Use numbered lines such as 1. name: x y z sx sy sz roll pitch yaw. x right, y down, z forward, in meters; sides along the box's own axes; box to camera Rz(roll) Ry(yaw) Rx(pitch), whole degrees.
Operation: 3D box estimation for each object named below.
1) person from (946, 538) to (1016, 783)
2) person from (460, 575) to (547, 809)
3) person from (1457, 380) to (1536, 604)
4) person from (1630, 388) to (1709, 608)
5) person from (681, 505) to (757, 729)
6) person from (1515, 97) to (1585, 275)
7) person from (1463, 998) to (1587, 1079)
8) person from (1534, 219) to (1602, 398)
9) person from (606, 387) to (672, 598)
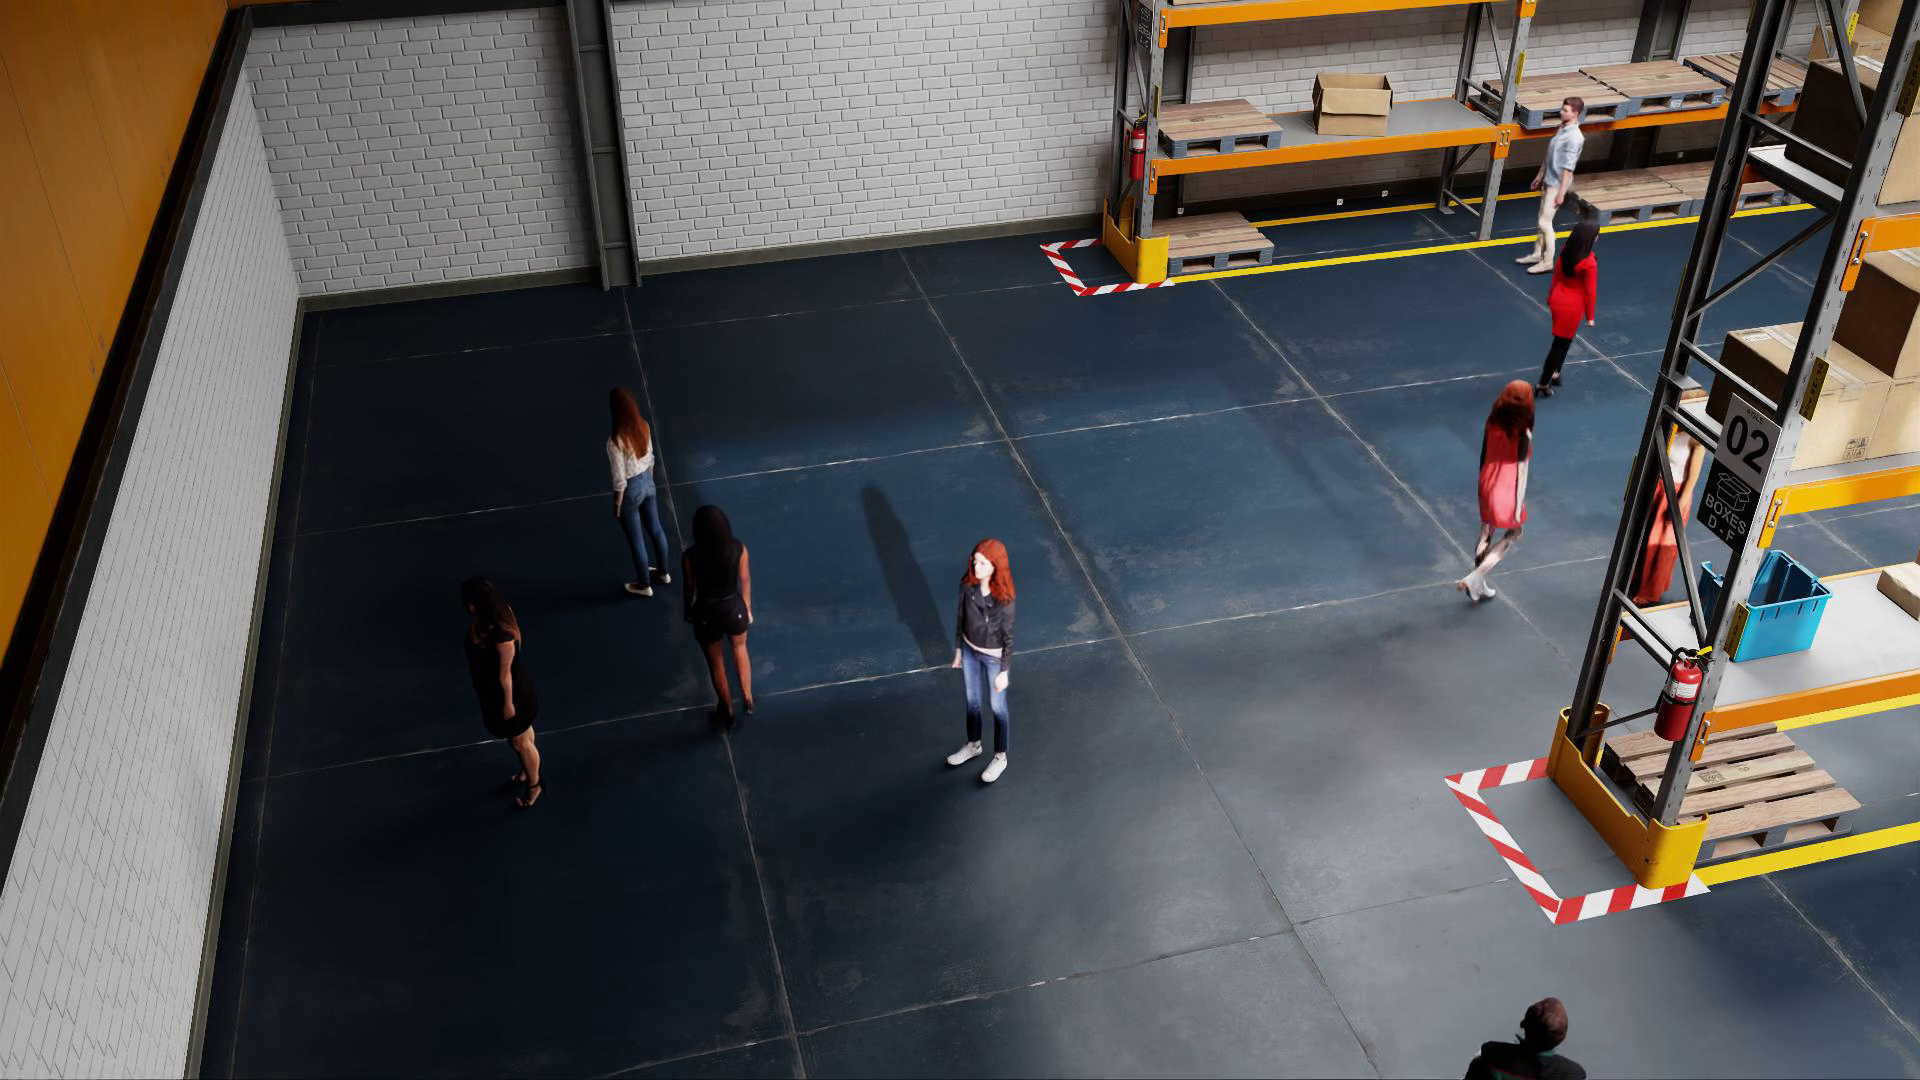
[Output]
1. person: 0.162 0.754 10.616 0.669 1.786 0.707 24 41 32
2. person: -2.829 0.938 10.405 0.620 1.713 0.666 -12 35 -17
3. person: 3.866 -0.294 12.174 0.817 1.806 0.735 -16 37 -23
4. person: 5.207 -0.331 12.235 0.588 1.802 0.630 -10 35 -15
5. person: -1.558 0.563 10.956 0.584 1.728 0.685 -13 36 -19
6. person: 6.233 -3.701 17.264 0.731 1.847 0.746 1 34 2
7. person: 2.455 2.793 7.533 1.168 1.803 1.025 6 34 9
8. person: 5.361 -2.036 14.857 0.649 1.737 0.650 -11 35 -16
9. person: -2.407 -0.365 12.352 0.708 1.728 0.635 20 39 27
